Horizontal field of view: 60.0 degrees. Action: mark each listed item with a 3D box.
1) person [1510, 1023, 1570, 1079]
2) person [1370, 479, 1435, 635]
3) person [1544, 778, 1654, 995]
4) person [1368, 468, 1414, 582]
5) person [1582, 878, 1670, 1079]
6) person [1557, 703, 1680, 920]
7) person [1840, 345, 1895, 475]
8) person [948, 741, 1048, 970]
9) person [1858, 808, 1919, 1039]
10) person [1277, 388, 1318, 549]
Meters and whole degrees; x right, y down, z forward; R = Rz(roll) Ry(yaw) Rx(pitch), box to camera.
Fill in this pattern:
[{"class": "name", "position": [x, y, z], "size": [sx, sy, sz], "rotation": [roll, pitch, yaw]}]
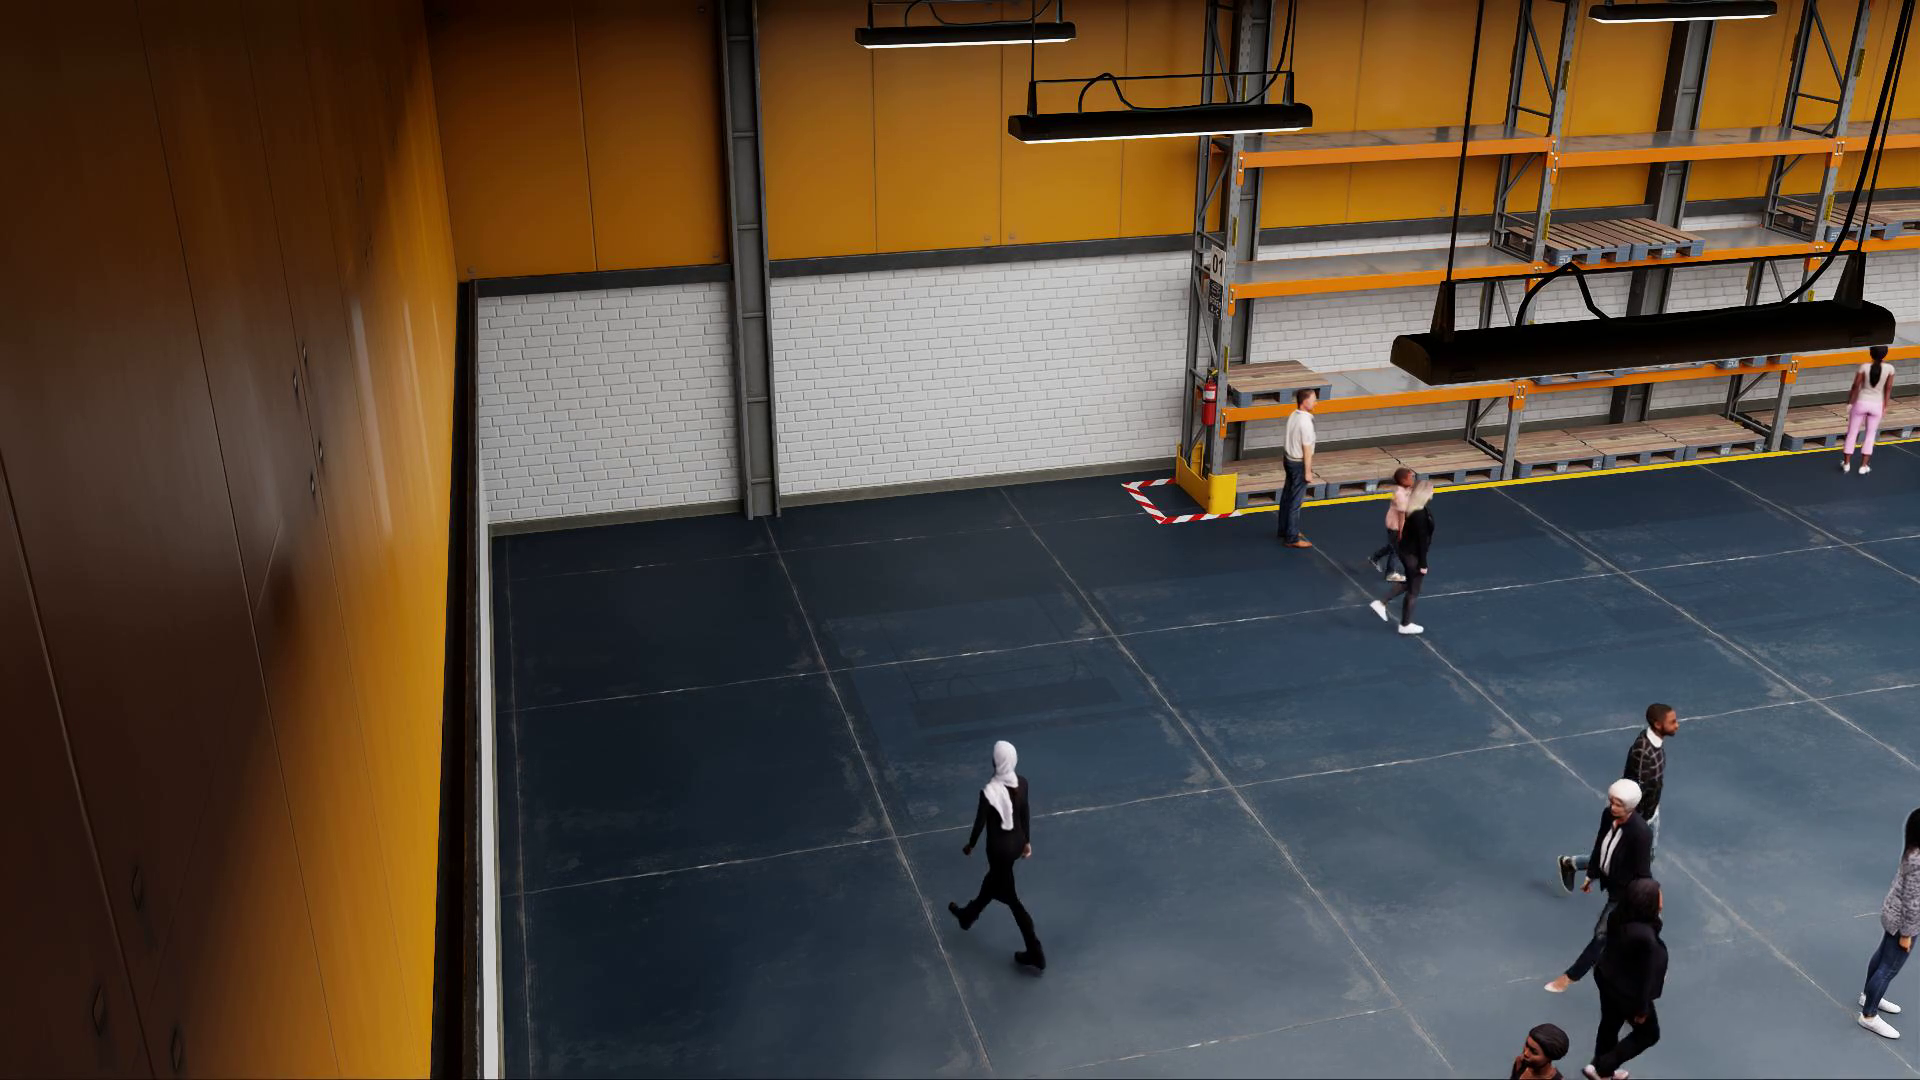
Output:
[{"class": "person", "position": [3.211, 3.427, 9.394], "size": [0.559, 1.700, 0.600], "rotation": [-9, 25, -20]}, {"class": "person", "position": [4.481, 0.179, 16.866], "size": [0.884, 1.667, 0.782], "rotation": [2, 24, 5]}, {"class": "person", "position": [4.698, 2.448, 11.508], "size": [1.164, 1.726, 0.892], "rotation": [-2, 24, -4]}, {"class": "person", "position": [4.689, -0.177, 18.141], "size": [0.777, 1.298, 0.694], "rotation": [7, 25, 16]}, {"class": "person", "position": [4.215, 2.903, 10.713], "size": [0.682, 1.604, 0.686], "rotation": [-4, 24, -9]}, {"class": "person", "position": [4.991, 2.015, 12.501], "size": [1.068, 1.798, 1.078], "rotation": [19, 30, 36]}, {"class": "person", "position": [11.458, -1.671, 21.011], "size": [0.708, 1.738, 0.790], "rotation": [11, 26, 24]}, {"class": "person", "position": [0.389, 2.315, 11.904], "size": [1.075, 1.727, 1.159], "rotation": [20, 30, 38]}, {"class": "person", "position": [6.443, 2.556, 11.347], "size": [0.741, 1.732, 0.685], "rotation": [13, 27, 27]}, {"class": "person", "position": [3.828, -0.843, 18.975], "size": [0.618, 1.850, 0.688], "rotation": [-3, 24, -6]}]
